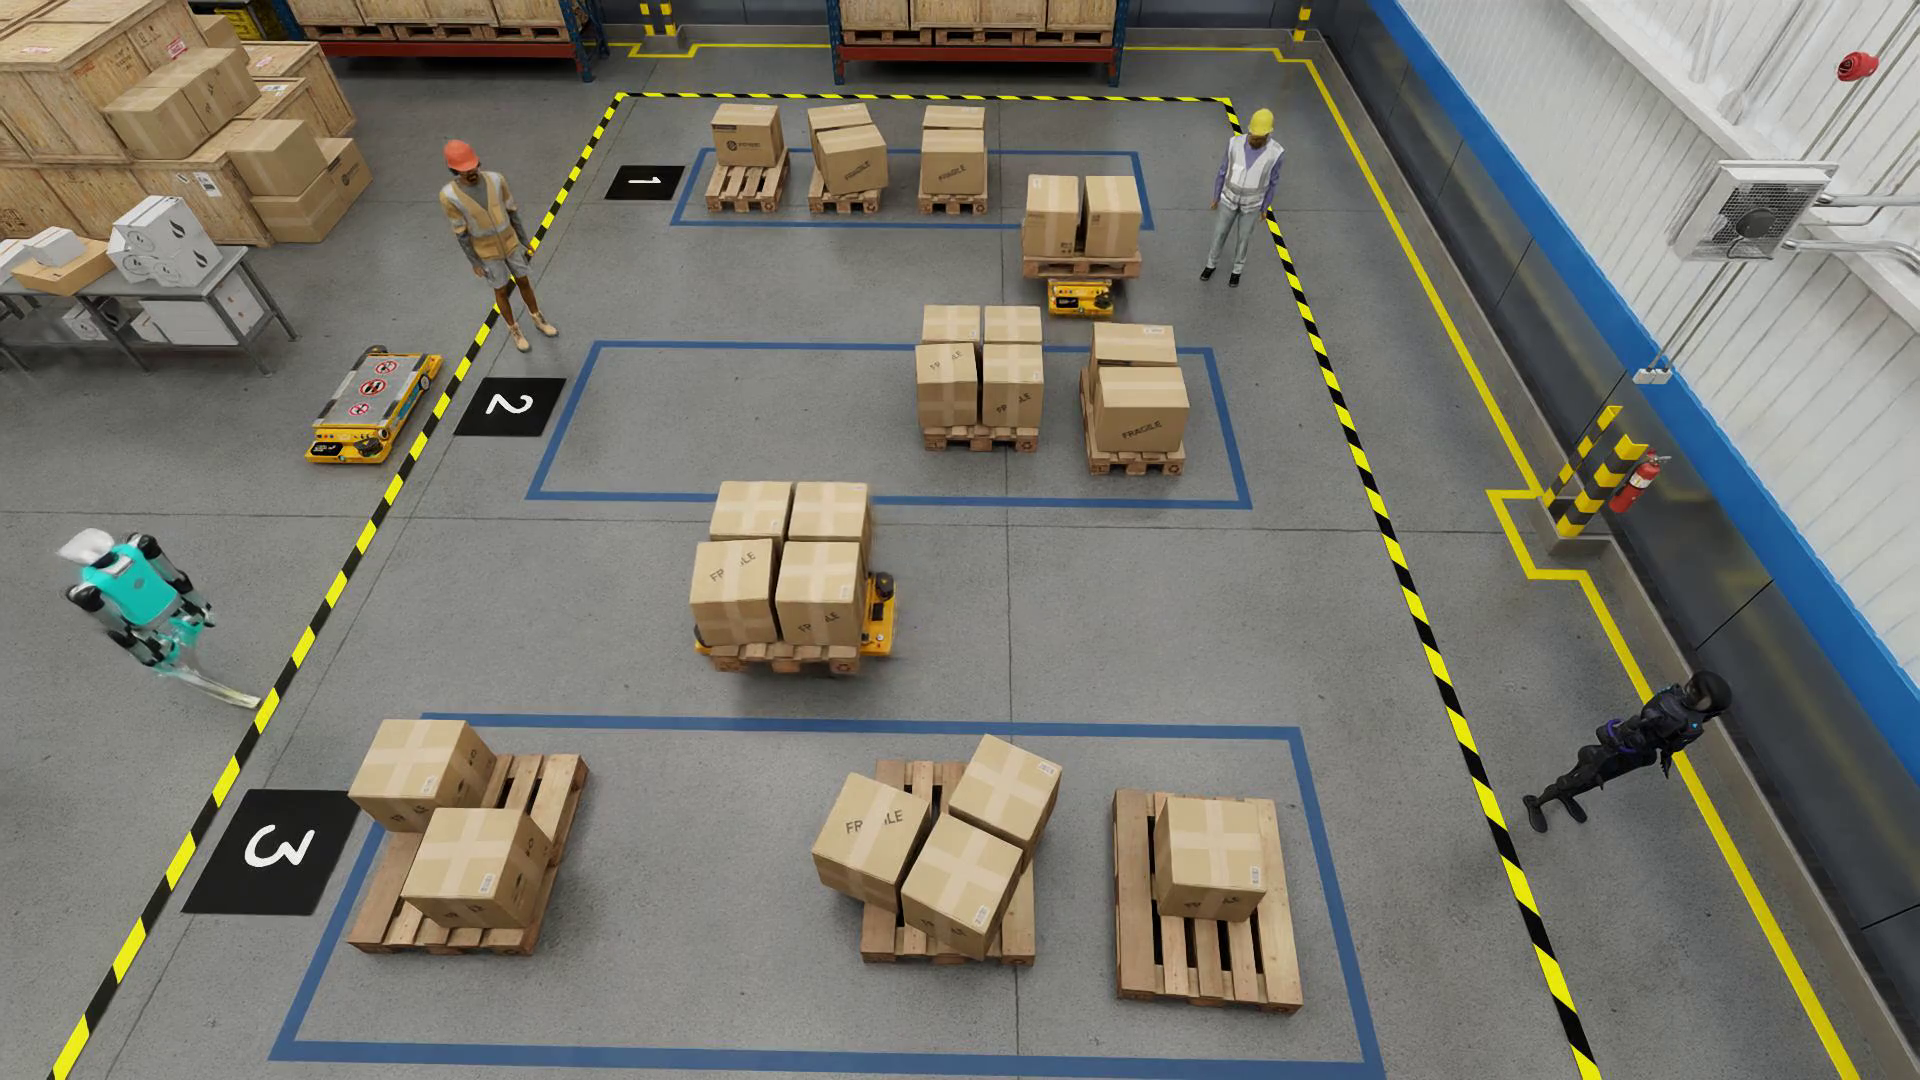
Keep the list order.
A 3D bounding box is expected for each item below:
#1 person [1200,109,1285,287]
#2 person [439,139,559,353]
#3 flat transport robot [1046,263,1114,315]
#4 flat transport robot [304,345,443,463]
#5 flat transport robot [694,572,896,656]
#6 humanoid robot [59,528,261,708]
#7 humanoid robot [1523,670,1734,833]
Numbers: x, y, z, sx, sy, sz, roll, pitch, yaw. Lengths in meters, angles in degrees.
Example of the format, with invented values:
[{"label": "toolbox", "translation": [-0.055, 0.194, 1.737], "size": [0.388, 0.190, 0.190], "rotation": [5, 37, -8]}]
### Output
[{"label": "person", "translation": [2.838, -3.426, 9.242], "size": [0.598, 1.828, 0.404], "rotation": [19, 52, 15]}, {"label": "person", "translation": [-4.273, -2.705, 8.494], "size": [0.378, 2.045, 0.604], "rotation": [36, 58, 26]}, {"label": "flat transport robot", "translation": [1.258, -2.921, 9.821], "size": [0.652, 0.197, 1.431], "rotation": [1, 50, 1]}, {"label": "flat transport robot", "translation": [-5.383, -1.269, 8.441], "size": [0.659, 0.231, 1.431], "rotation": [1, 50, 1]}, {"label": "flat transport robot", "translation": [-1.221, 0.539, 6.892], "size": [1.431, 0.197, 0.652], "rotation": [1, 50, 1]}, {"label": "humanoid robot", "translation": [-5.302, 0.564, 5.977], "size": [0.854, 1.853, 0.549], "rotation": [10, 51, 8]}, {"label": "humanoid robot", "translation": [3.924, 1.252, 5.375], "size": [0.599, 1.658, 0.315], "rotation": [-7, 50, -6]}]
